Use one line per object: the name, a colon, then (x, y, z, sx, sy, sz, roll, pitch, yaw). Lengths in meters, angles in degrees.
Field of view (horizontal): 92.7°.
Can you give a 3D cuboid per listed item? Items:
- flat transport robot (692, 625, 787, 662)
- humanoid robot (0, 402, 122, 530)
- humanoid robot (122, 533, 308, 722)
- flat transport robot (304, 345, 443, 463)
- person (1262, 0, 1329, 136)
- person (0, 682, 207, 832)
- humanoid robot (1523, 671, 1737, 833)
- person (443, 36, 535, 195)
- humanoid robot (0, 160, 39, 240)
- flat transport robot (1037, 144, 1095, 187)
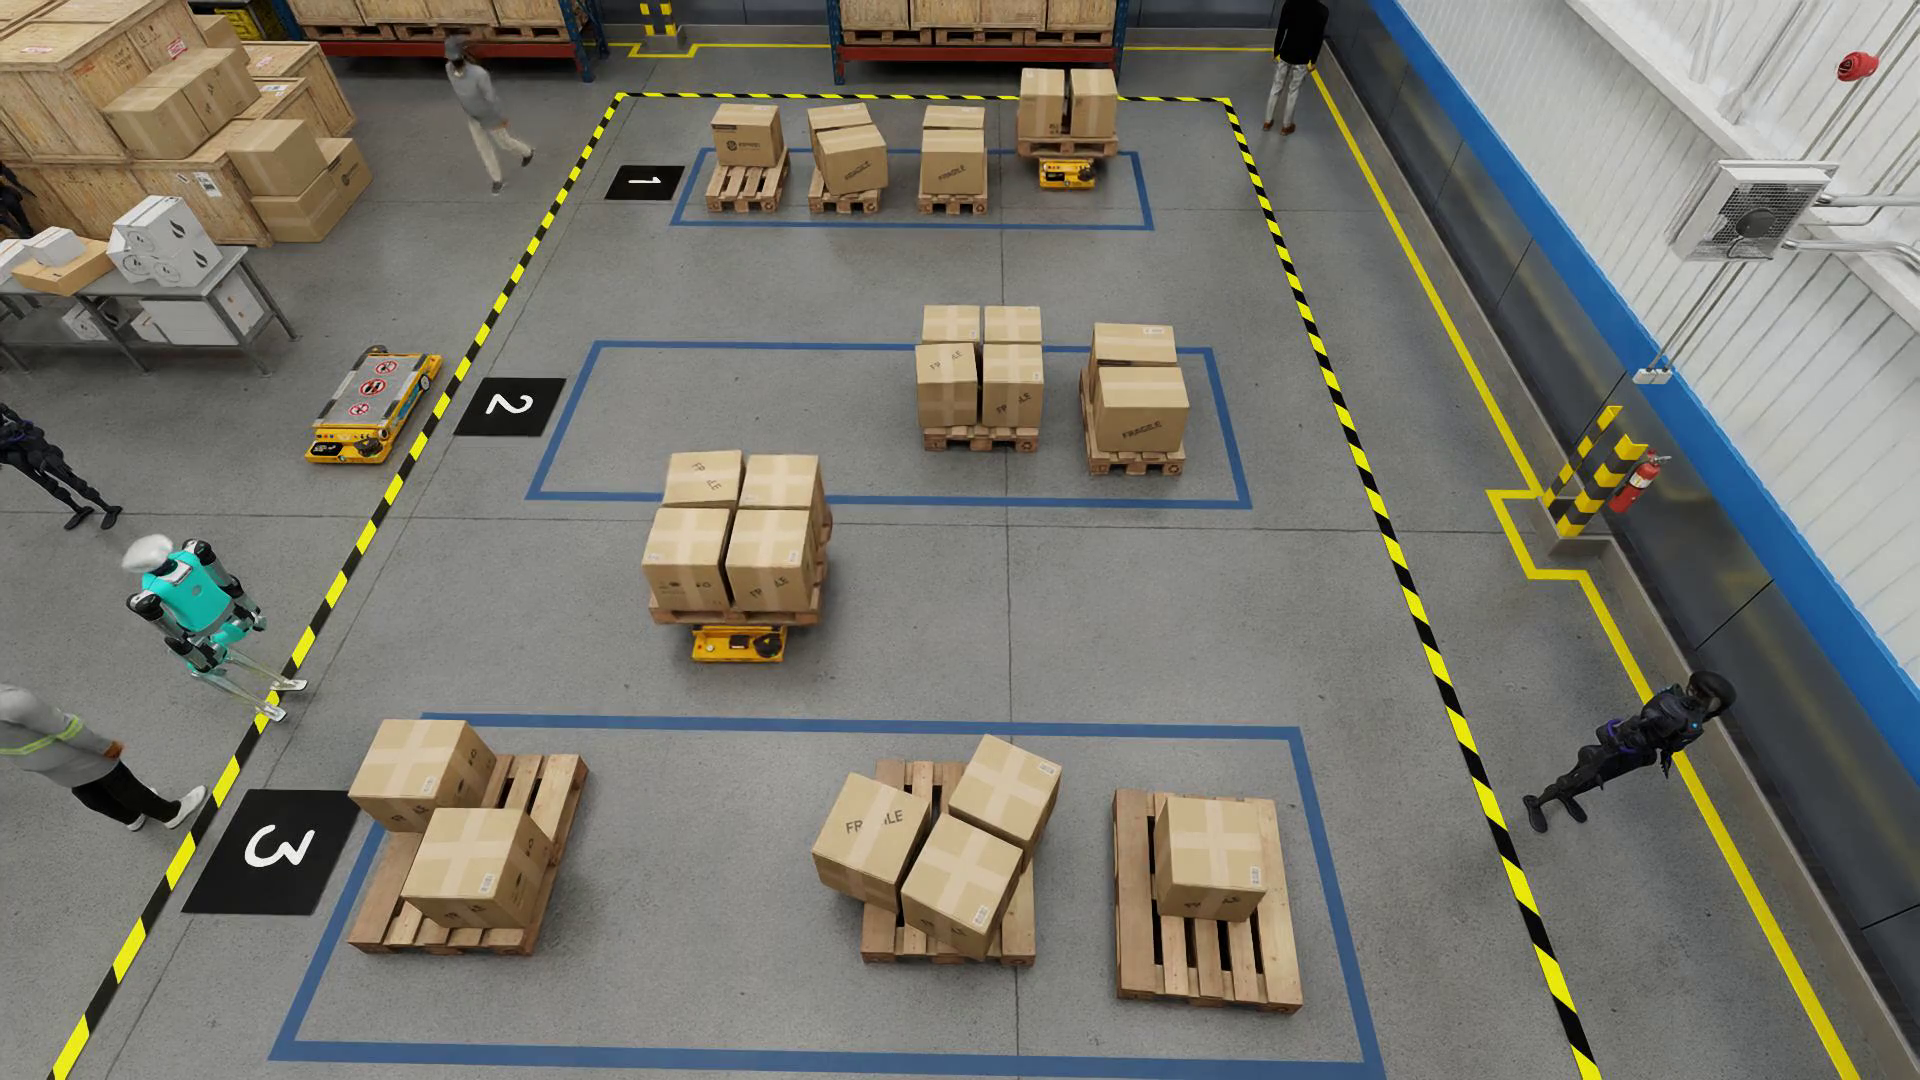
flat transport robot: (-1.620, 0.291, 7.102, 0.652, 0.197, 1.431, 1, 50, 1)
humanoid robot: (-7.195, -0.691, 7.019, 0.599, 1.657, 0.315, 2, 50, 2)
humanoid robot: (-4.862, 0.557, 5.844, 0.735, 1.680, 0.533, 9, 50, 8)
flat transport robot: (-5.383, -1.269, 8.441, 0.659, 0.231, 1.431, 1, 50, 1)
person: (4.176, -6.033, 11.418, 0.585, 1.879, 0.384, 27, 55, 21)
person: (-5.240, 1.179, 5.334, 0.588, 1.850, 0.396, 1, 50, 1)
humanoid robot: (3.924, 1.251, 5.375, 0.599, 1.658, 0.315, -7, 50, -6)
person: (-5.467, -4.972, 10.612, 0.573, 1.731, 0.732, 12, 51, 10)
humanoid robot: (-9.909, -3.551, 9.460, 0.630, 1.636, 0.611, 8, 50, 7)
flat transport robot: (1.304, -4.867, 11.467, 0.652, 0.197, 1.431, 1, 50, 1)
